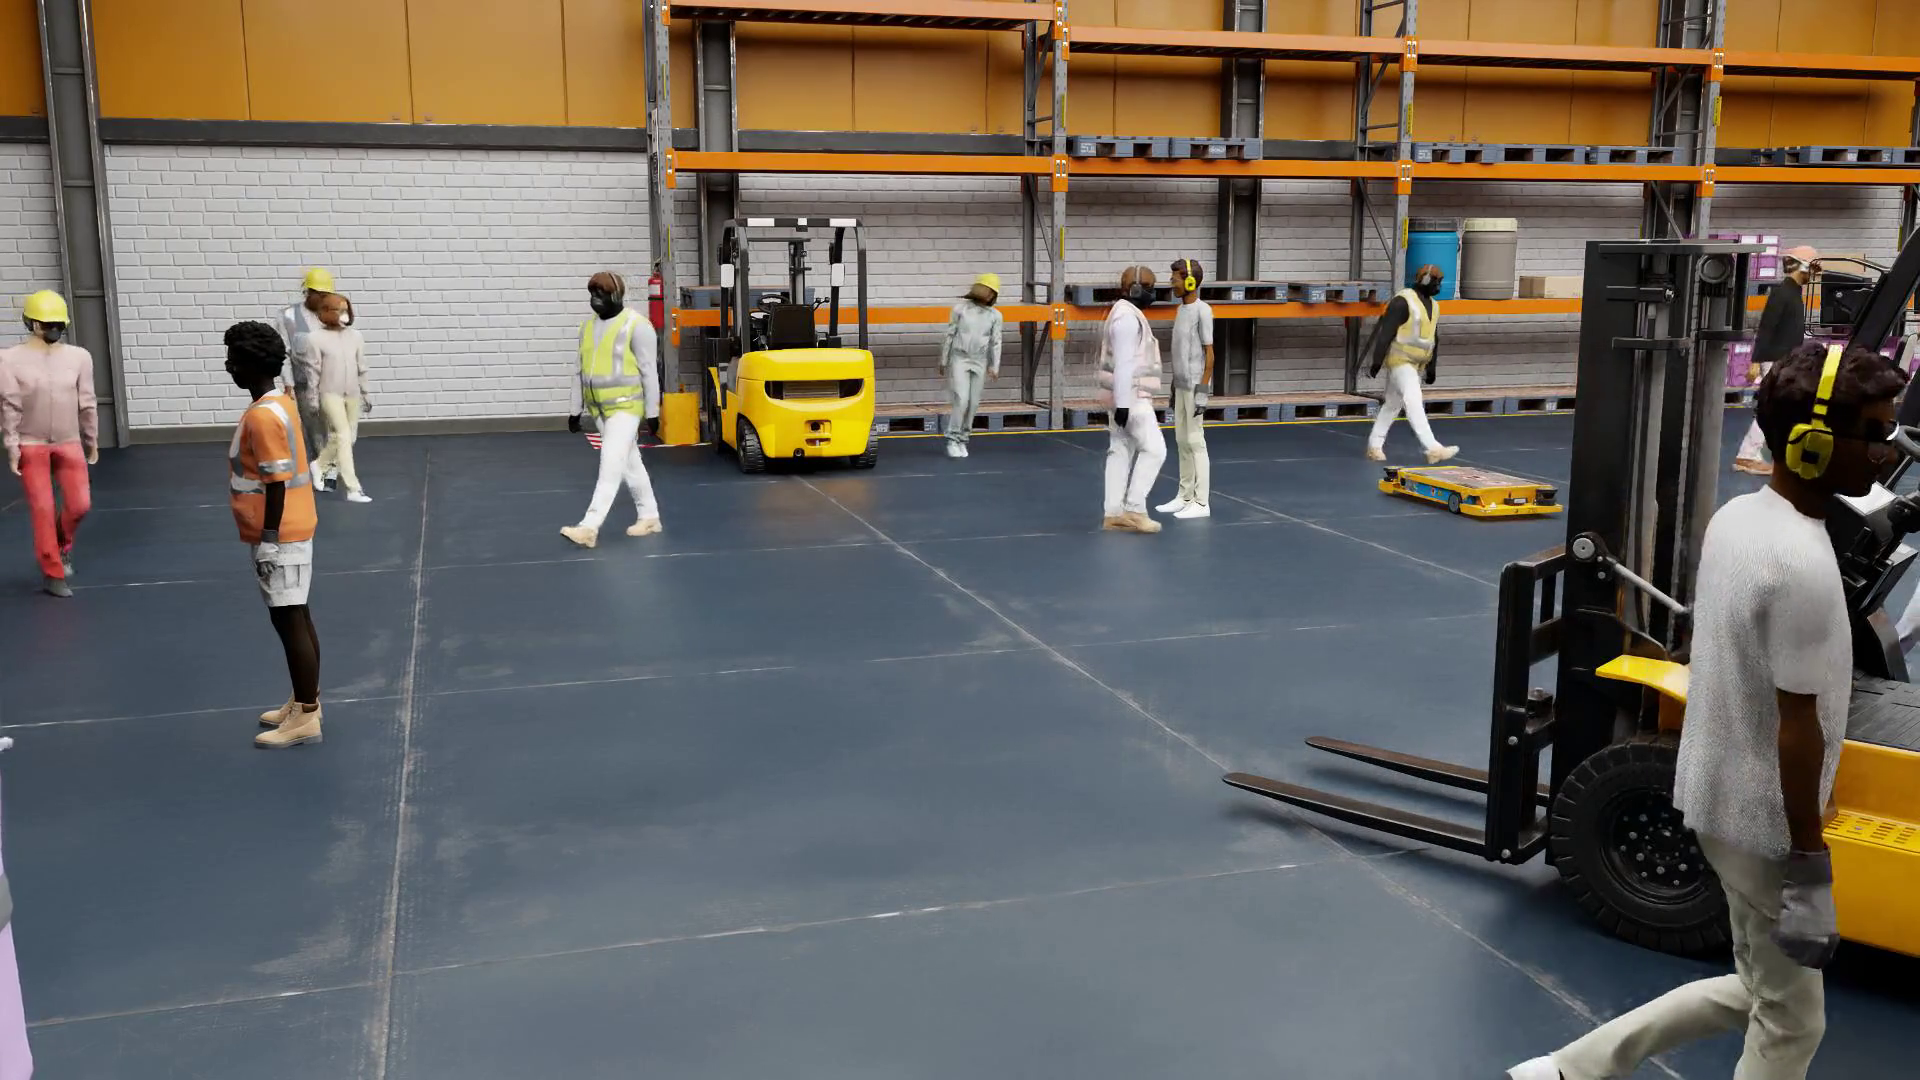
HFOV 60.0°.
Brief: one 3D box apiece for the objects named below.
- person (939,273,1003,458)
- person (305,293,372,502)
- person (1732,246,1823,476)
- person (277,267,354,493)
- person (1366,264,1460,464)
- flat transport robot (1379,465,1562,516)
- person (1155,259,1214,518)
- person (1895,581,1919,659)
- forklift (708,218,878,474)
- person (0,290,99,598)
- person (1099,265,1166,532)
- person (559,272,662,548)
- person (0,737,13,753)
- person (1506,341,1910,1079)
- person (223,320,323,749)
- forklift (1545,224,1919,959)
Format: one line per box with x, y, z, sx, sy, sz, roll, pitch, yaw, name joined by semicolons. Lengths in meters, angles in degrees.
0.112;-1.590;15.231;0.561;1.686;0.511;-3;11;-17;person
-4.829;-1.106;12.845;0.737;1.607;0.502;7;12;32;person
6.959;-1.515;14.125;0.537;1.947;0.644;7;13;35;person
-5.163;-1.303;13.417;0.576;1.790;0.844;-3;11;-15;person
4.050;-1.567;14.898;0.941;1.774;0.688;10;14;42;person
3.824;-0.388;12.551;0.652;0.197;1.431;-3;11;-17;flat transport robot
1.649;-1.089;12.026;0.310;1.864;0.533;-3;11;-17;person
4.512;-0.189;7.304;0.517;1.795;1.052;-9;14;-41;person
-1.522;-1.778;14.899;1.214;2.155;2.313;-3;11;-17;forklift
-5.139;-0.541;9.387;0.530;1.741;0.527;9;14;41;person
1.226;-0.950;11.366;0.556;1.822;0.667;1;10;4;person
-2.337;-0.866;11.000;0.646;1.787;0.970;8;13;36;person
-4.148;-0.009;6.109;1.019;1.861;0.627;0;10;1;person
1.458;0.541;3.172;0.587;1.841;0.522;2;11;12;person
-2.734;-0.024;6.639;0.317;1.698;0.540;-3;11;-17;person
2.909;0.117;4.508;2.313;2.155;1.214;9;14;40;forklift
